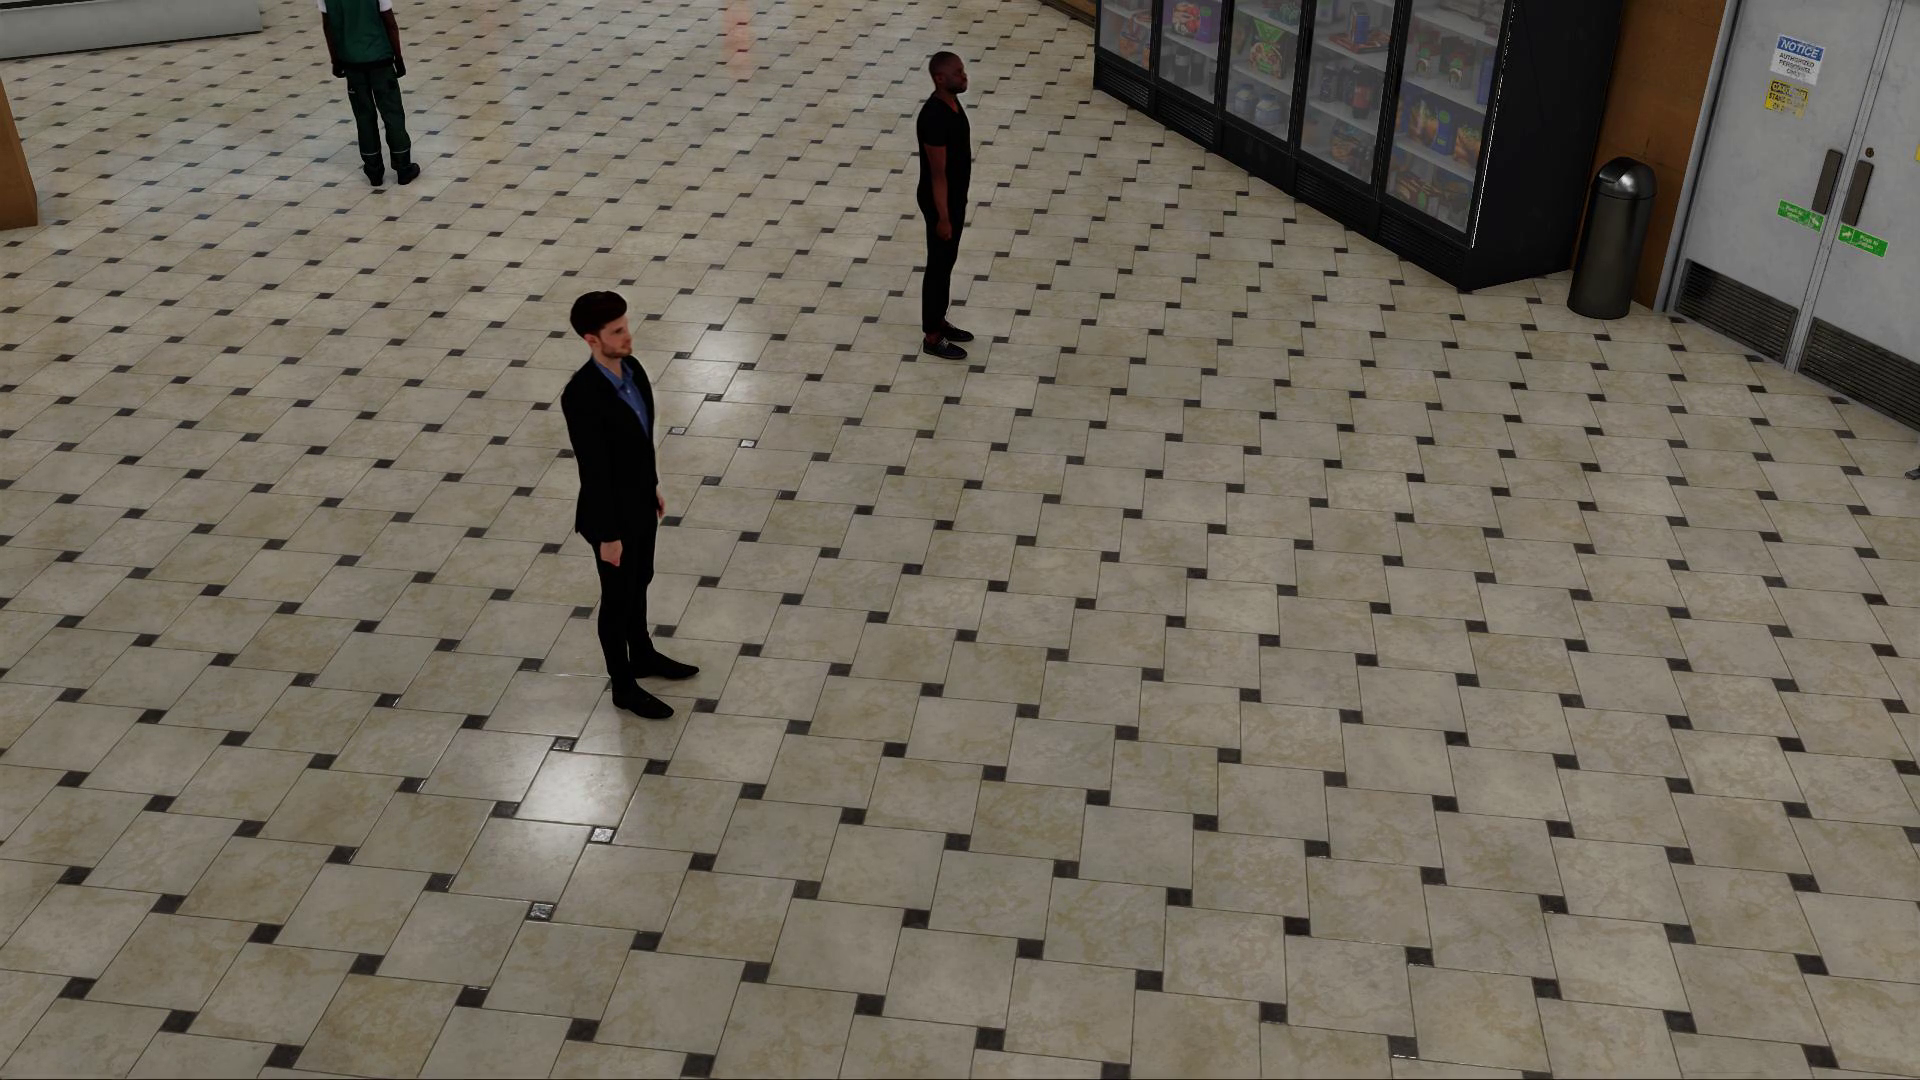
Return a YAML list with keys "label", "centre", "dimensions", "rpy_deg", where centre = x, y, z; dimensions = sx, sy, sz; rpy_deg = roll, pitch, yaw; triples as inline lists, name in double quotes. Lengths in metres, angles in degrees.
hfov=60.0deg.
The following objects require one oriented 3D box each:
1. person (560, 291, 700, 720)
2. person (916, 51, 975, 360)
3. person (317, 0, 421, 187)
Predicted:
- label: "person"
  centre: [-1.396, -0.148, 6.839]
  dimensions: [0.820, 1.894, 0.789]
  rpy_deg: [7, 33, 11]
- label: "person"
  centre: [-0.101, -1.986, 9.863]
  dimensions: [0.776, 1.819, 0.751]
  rpy_deg: [7, 32, 10]
- label: "person"
  centre: [-4.409, -3.560, 12.375]
  dimensions: [0.651, 1.838, 0.819]
  rpy_deg: [-3, 32, -6]
